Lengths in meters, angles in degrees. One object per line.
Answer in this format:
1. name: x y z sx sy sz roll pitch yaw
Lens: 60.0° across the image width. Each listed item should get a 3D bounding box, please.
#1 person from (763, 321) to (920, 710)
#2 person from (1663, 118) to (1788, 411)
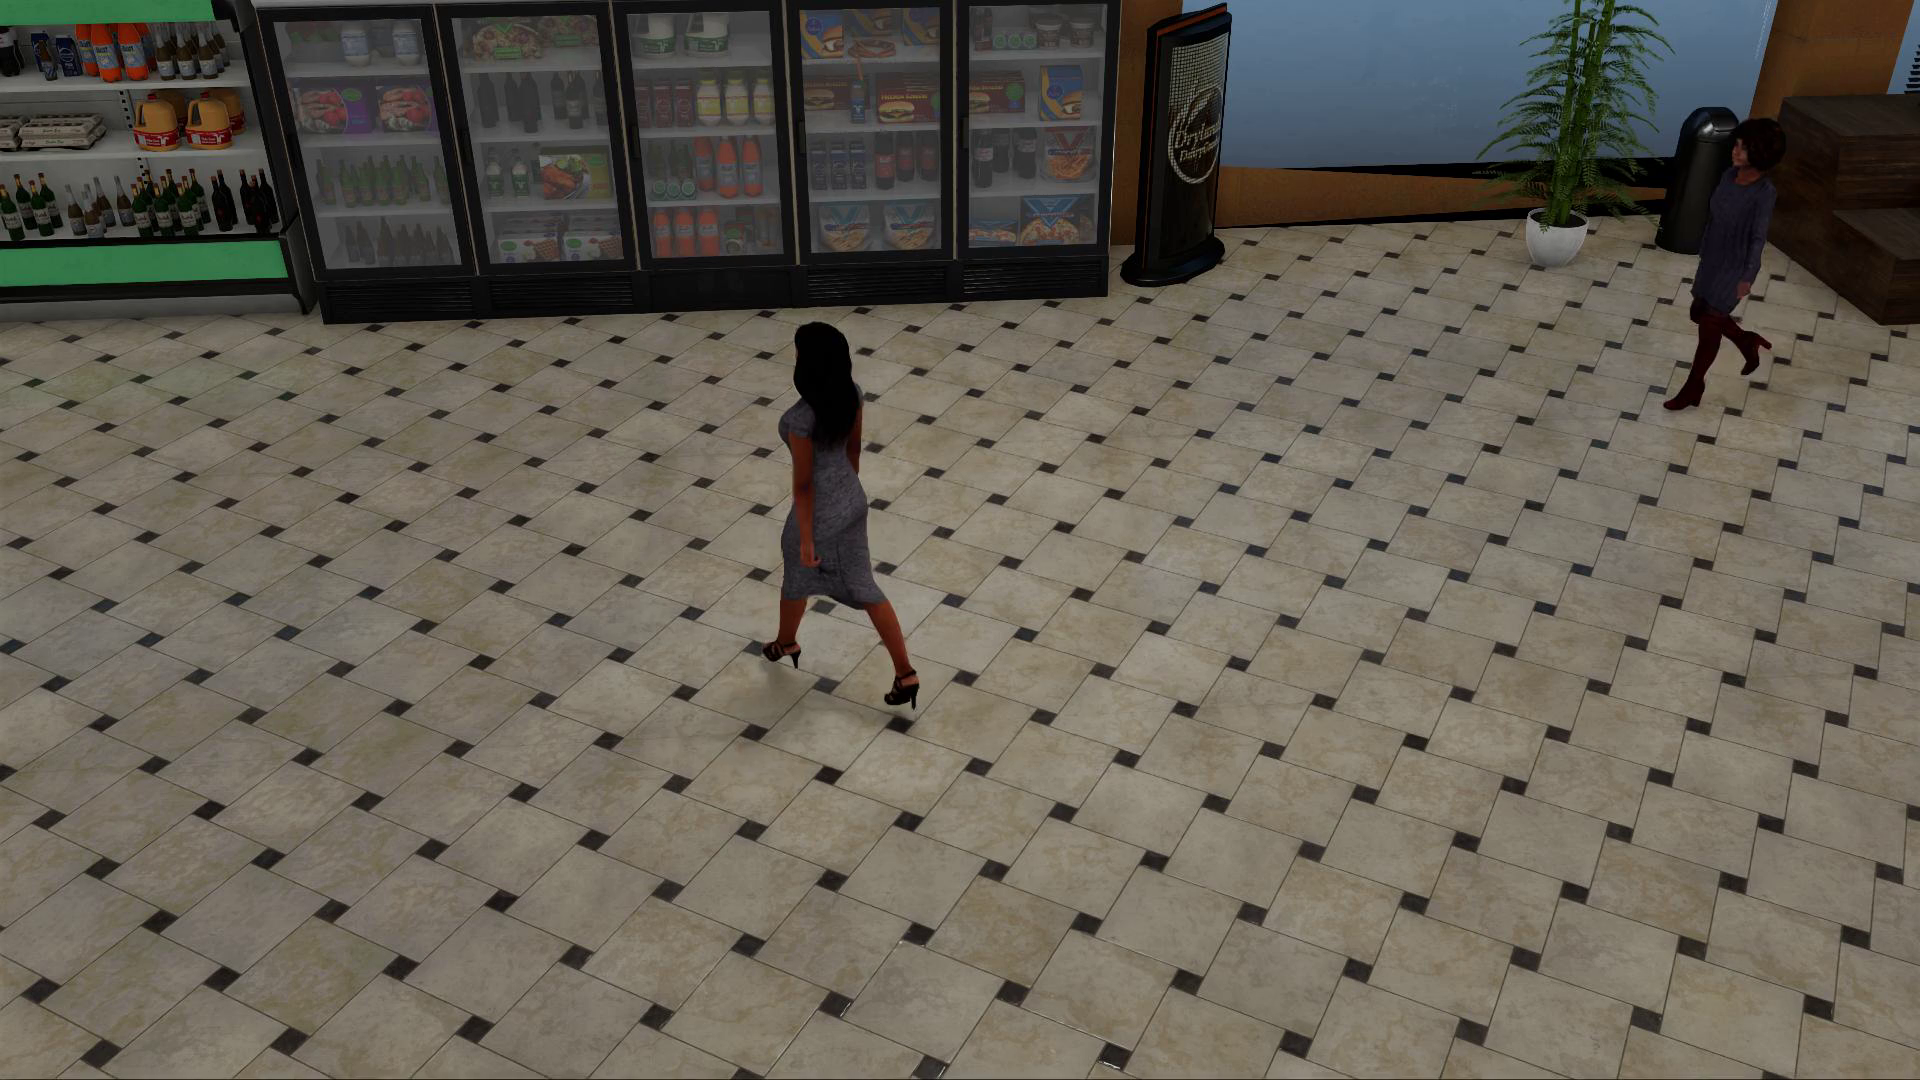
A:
1. person: -0.461 -0.034 6.892 1.142 1.737 1.076 24 39 33
2. person: 4.371 -1.516 9.315 0.941 1.693 0.677 -8 33 -13
